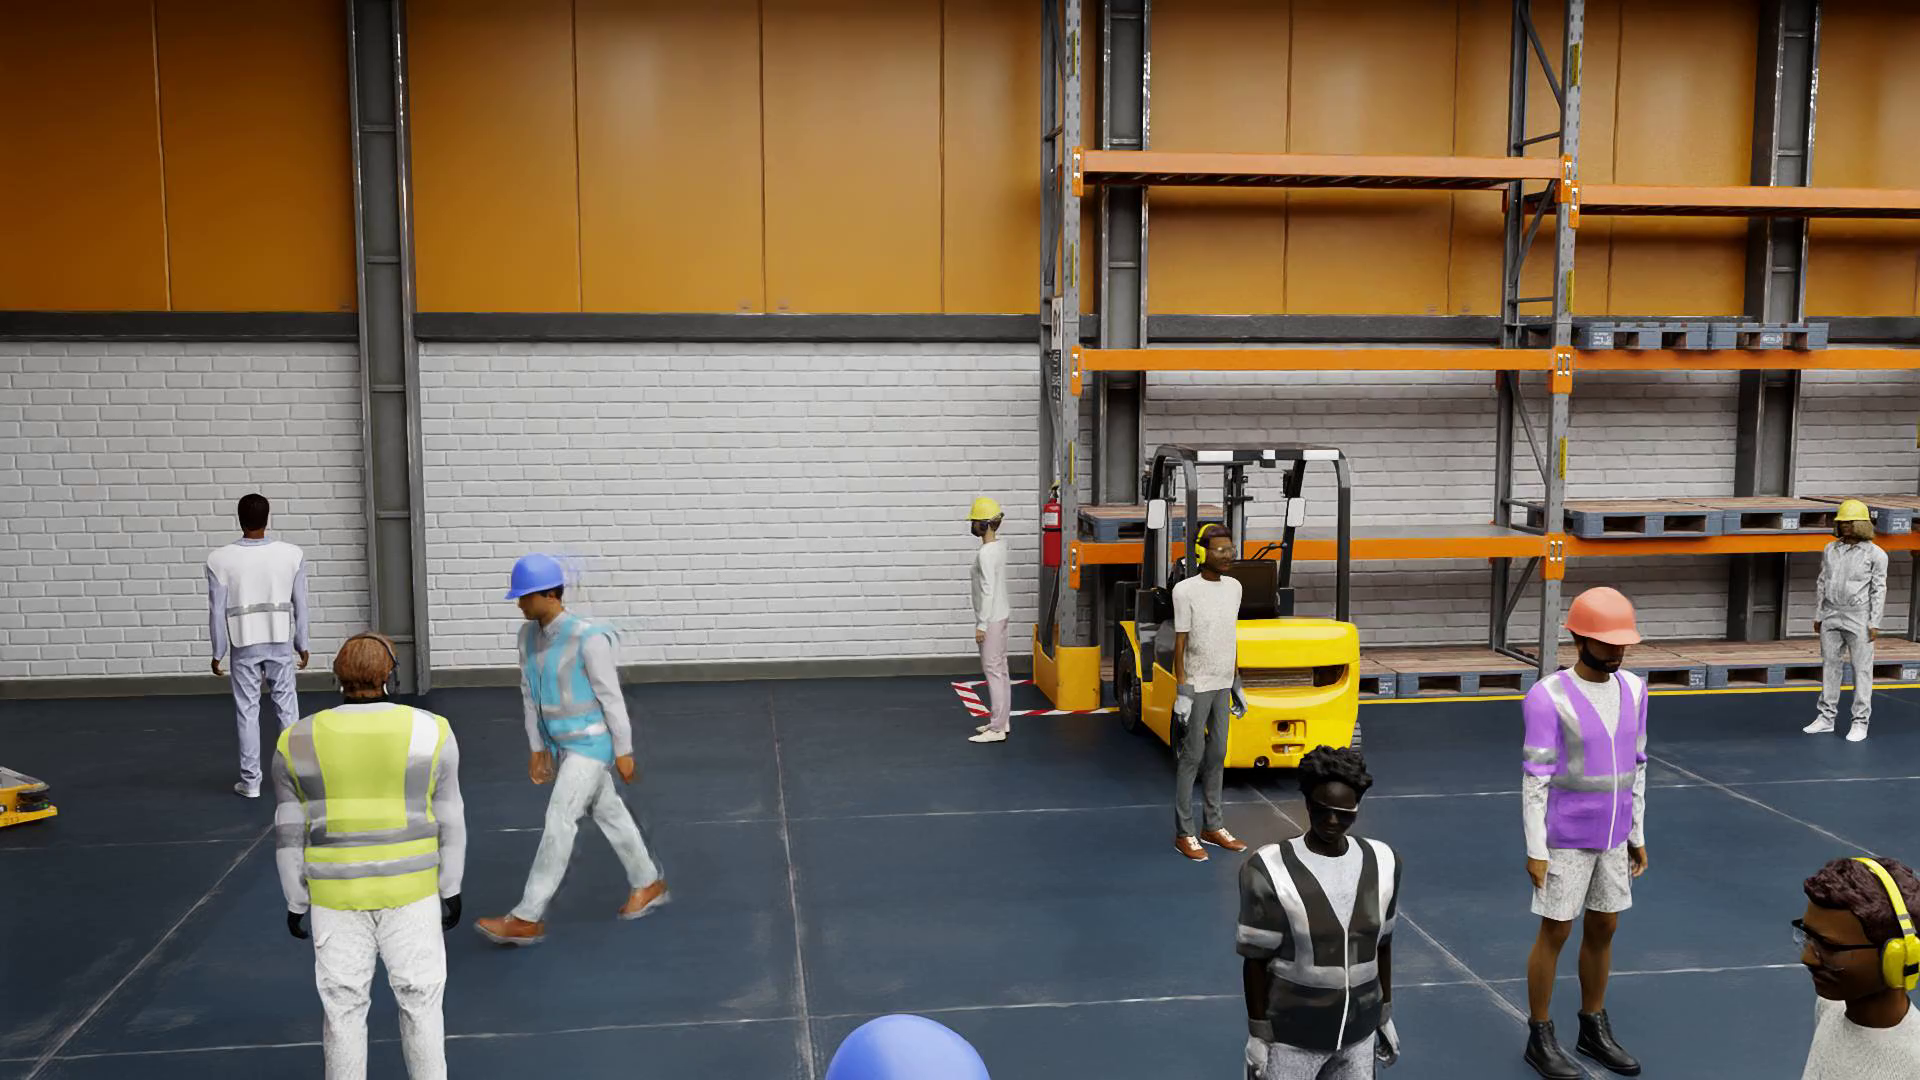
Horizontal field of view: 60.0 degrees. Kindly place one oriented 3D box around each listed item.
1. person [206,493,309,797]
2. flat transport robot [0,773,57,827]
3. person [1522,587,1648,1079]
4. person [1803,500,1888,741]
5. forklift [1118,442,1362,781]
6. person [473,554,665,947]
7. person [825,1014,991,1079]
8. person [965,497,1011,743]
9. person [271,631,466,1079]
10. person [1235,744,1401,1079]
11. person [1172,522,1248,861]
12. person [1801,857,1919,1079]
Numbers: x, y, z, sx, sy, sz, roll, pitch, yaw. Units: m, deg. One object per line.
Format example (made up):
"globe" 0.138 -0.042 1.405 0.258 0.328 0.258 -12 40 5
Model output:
"person" -4.426 0.665 10.525 0.590 1.918 0.386 -4 8 -31
"flat transport robot" -6.125 1.533 10.072 1.431 0.197 0.652 5 8 39
"person" 2.428 1.132 6.411 0.544 1.929 0.389 -3 7 -21
"person" 6.427 0.577 12.054 0.297 1.745 0.484 -4 8 -32
"forklift" 1.912 0.418 11.496 1.214 2.155 2.313 -1 7 -8
"person" -1.853 0.983 8.007 1.038 1.871 0.599 -6 9 -42
"person" -0.028 1.598 2.284 0.415 1.940 0.605 5 8 39
"person" 0.196 0.574 11.983 0.329 1.767 0.528 2 7 13
"person" -2.061 1.237 5.859 0.625 1.843 0.430 -2 7 -15
"person" 1.046 1.422 4.858 0.533 1.698 0.322 -2 7 -18
"person" 1.399 0.830 9.277 0.513 1.876 0.328 -5 8 -37
"person" 1.755 1.525 3.273 0.334 1.860 0.509 0 7 4
